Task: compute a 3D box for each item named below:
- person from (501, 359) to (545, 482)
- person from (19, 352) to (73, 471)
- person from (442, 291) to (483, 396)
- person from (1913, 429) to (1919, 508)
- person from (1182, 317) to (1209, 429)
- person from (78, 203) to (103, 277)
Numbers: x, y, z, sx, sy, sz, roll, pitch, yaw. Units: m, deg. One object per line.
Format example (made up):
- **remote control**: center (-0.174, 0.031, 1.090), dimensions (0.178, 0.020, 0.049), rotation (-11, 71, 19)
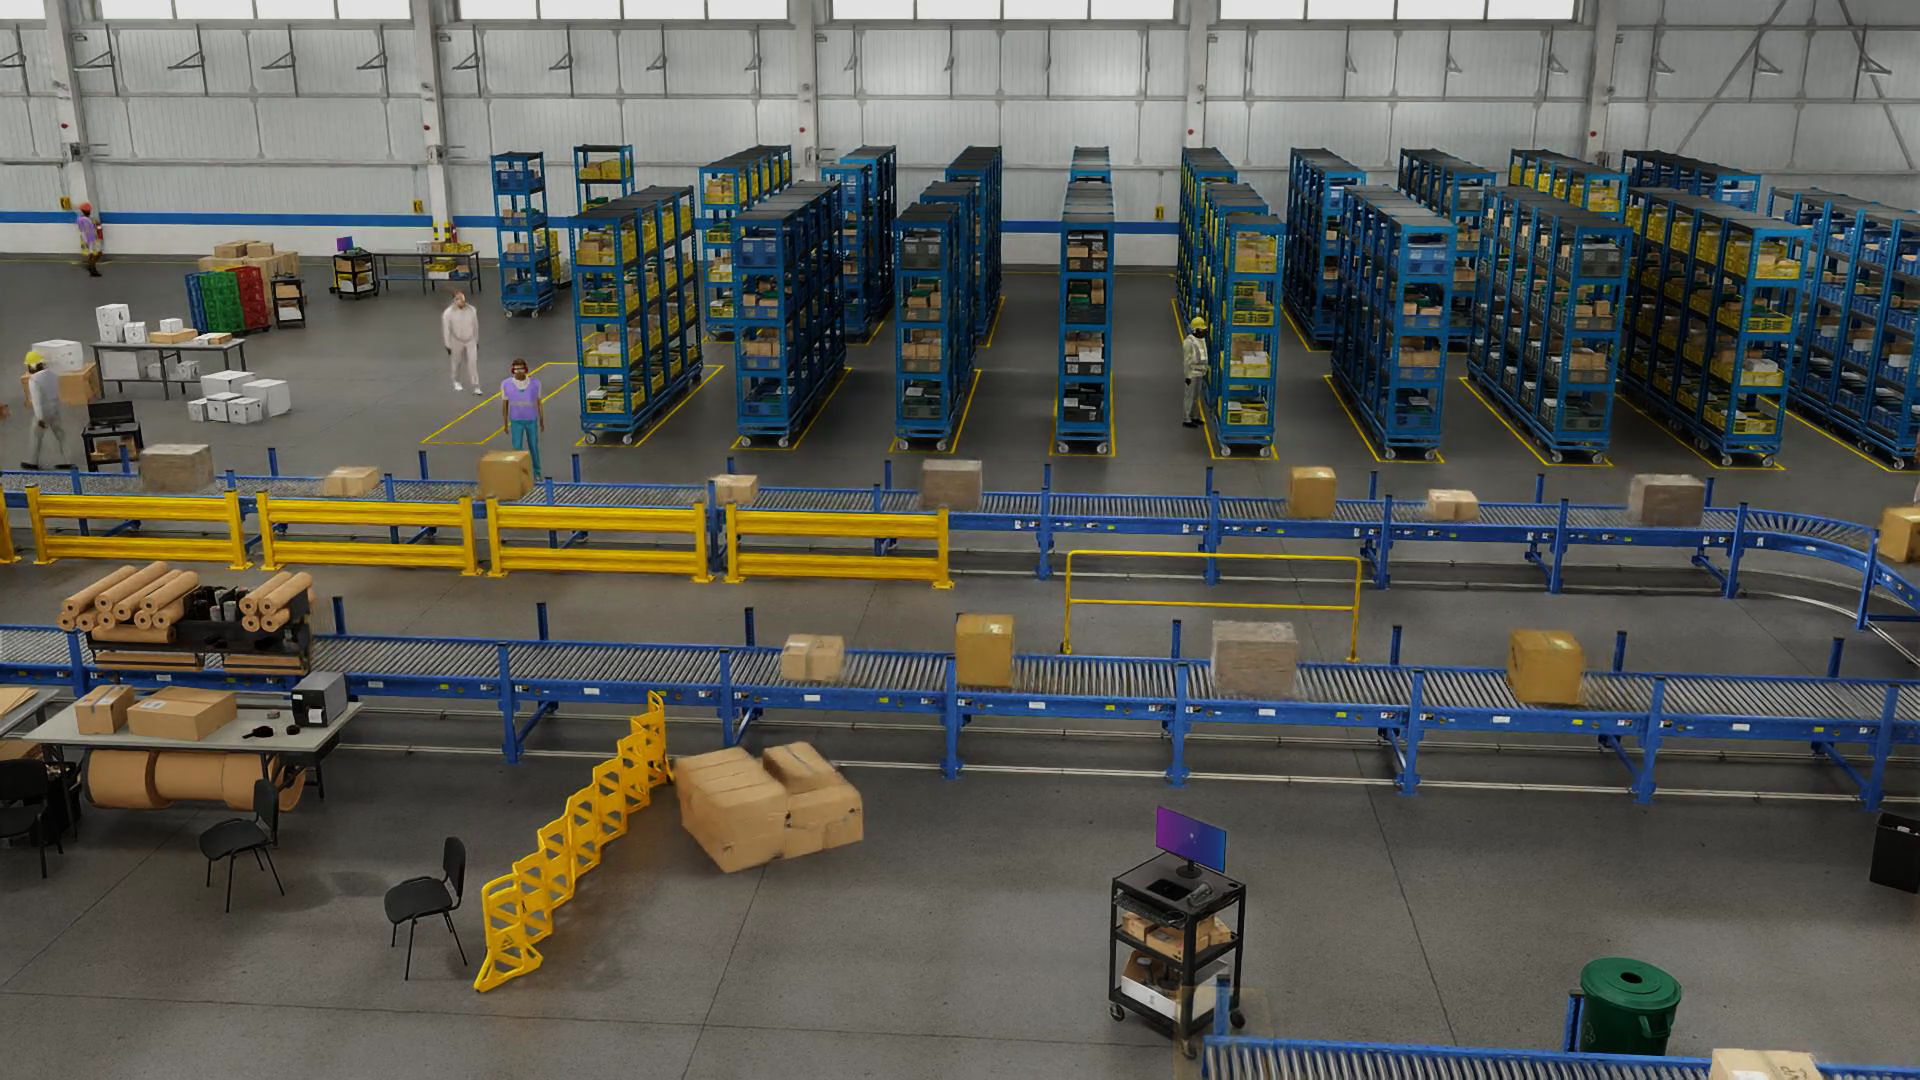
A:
- **person**: center (-6.288, -1.713, 23.974), dimensions (0.570, 1.844, 0.377), rotation (-6, 18, -17)
- **person**: center (-13.665, -1.906, 24.670), dimensions (0.836, 1.801, 0.596), rotation (3, 18, 9)
- **person**: center (-8.921, -3.545, 29.777), dimensions (0.660, 1.865, 0.985), rotation (-12, 21, -33)
- **person**: center (12.923, -1.133, 21.895), dimensions (0.616, 1.989, 0.394), rotation (11, 21, 32)
- **person**: center (3.871, -2.754, 27.301), dimensions (0.404, 1.830, 0.600), rotation (11, 21, 31)
- **person**: center (-22.473, -7.754, 43.013), dimensions (0.407, 1.918, 0.555), rotation (4, 18, 11)
